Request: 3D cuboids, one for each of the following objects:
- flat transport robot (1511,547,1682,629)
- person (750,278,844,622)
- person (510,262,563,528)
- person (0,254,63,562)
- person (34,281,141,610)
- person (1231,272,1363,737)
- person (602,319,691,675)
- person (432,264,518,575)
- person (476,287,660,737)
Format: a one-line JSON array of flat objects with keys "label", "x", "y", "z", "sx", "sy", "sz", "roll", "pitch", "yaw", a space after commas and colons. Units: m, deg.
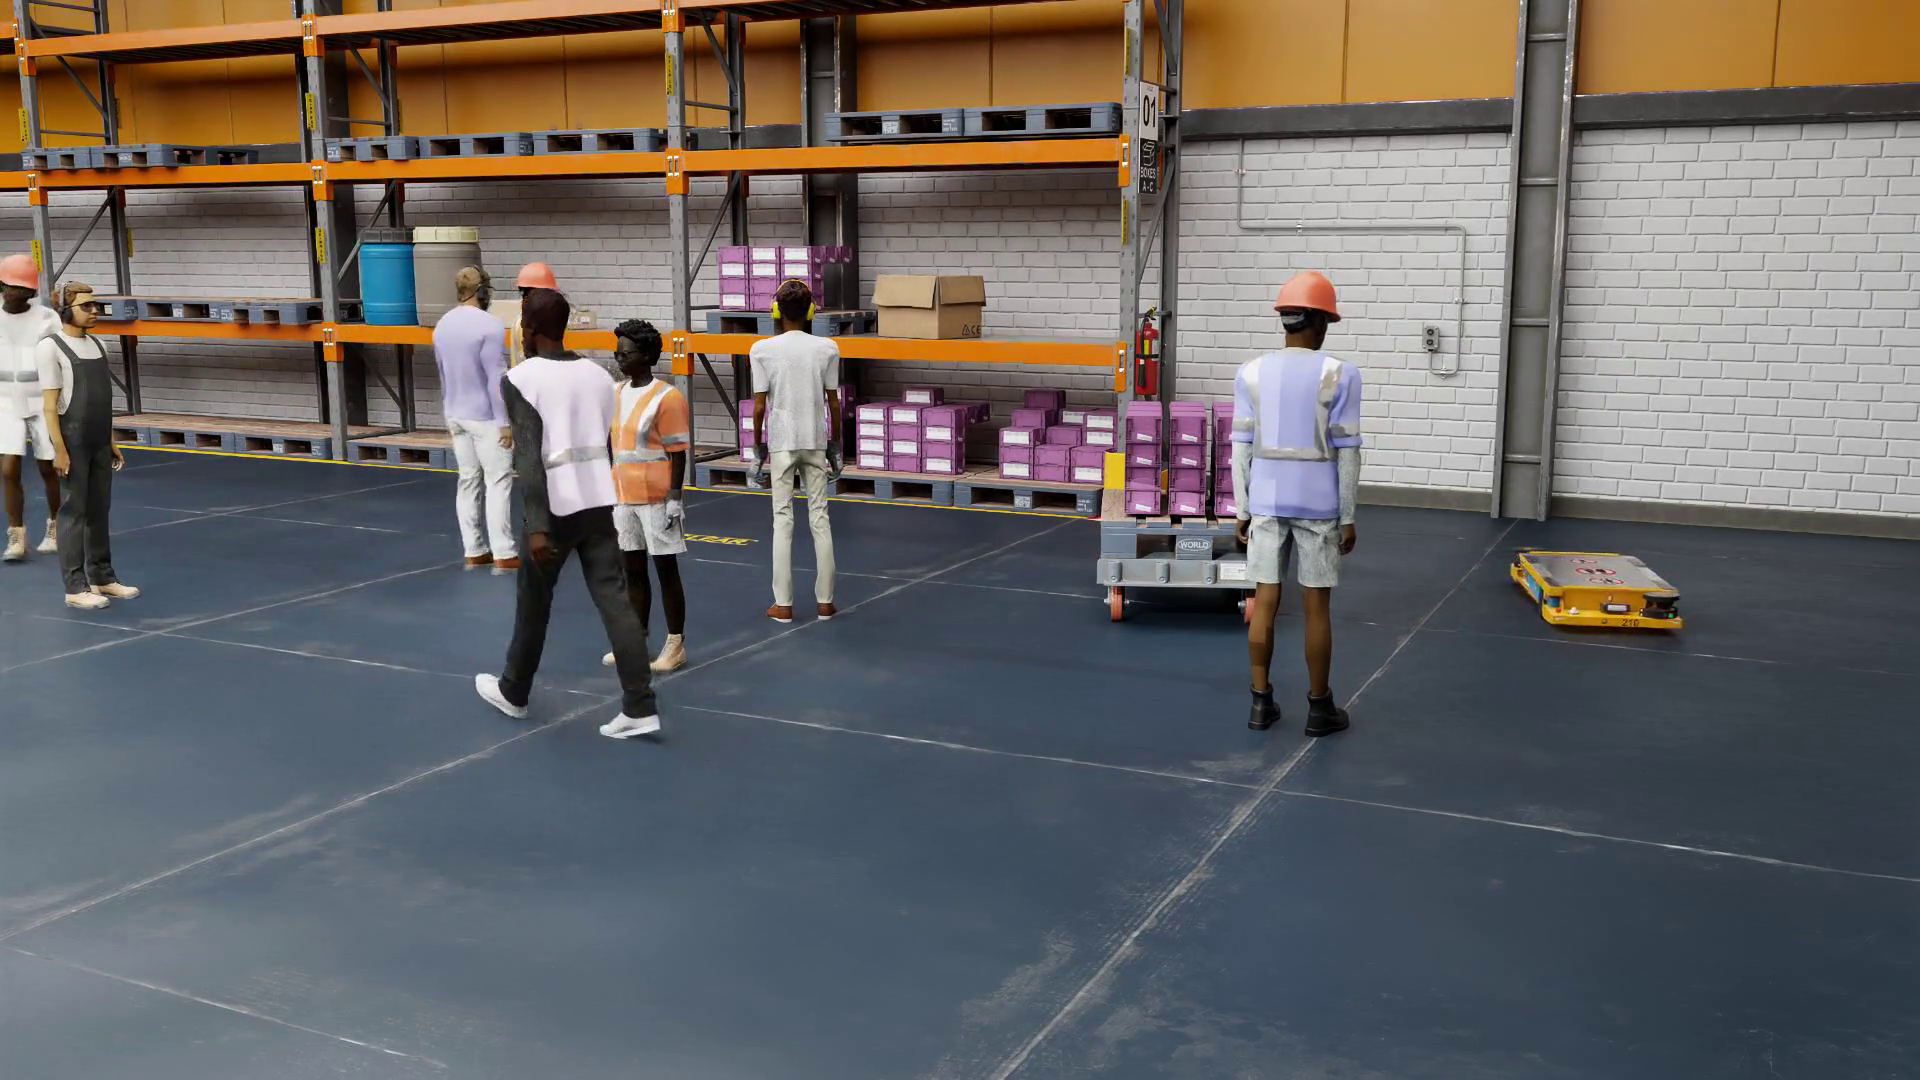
[{"label": "flat transport robot", "x": 3.571, "y": 0.254, "z": 9.418, "sx": 0.652, "sy": 0.197, "sz": 1.431, "roll": 2, "pitch": 10, "yaw": 10}, {"label": "person", "x": -0.889, "y": -0.482, "z": 9.062, "sx": 0.509, "sy": 1.872, "sz": 0.329, "roll": -3, "pitch": 10, "yaw": -15}, {"label": "person", "x": -2.876, "y": -0.923, "z": 11.394, "sx": 0.365, "sy": 1.934, "sz": 0.553, "roll": -3, "pitch": 10, "yaw": -16}, {"label": "person", "x": -6.050, "y": -0.848, "z": 10.793, "sx": 0.626, "sy": 1.987, "sz": 0.878, "roll": -2, "pitch": 10, "yaw": -14}, {"label": "person", "x": -4.965, "y": -0.536, "z": 9.442, "sx": 0.343, "sy": 1.846, "sz": 0.507, "roll": 1, "pitch": 10, "yaw": 8}, {"label": "person", "x": 1.408, "y": -0.144, "z": 6.959, "sx": 0.547, "sy": 1.928, "sz": 0.385, "roll": 6, "pitch": 11, "yaw": 30}, {"label": "person", "x": -1.515, "y": -0.204, "z": 7.966, "sx": 0.540, "sy": 1.696, "sz": 0.315, "roll": 8, "pitch": 12, "yaw": 37}, {"label": "person", "x": -3.014, "y": -0.748, "z": 10.419, "sx": 0.660, "sy": 1.931, "sz": 0.419, "roll": 7, "pitch": 12, "yaw": 36}, {"label": "person", "x": -1.667, "y": -0.110, "z": 6.967, "sx": 1.059, "sy": 1.858, "sz": 0.622, "roll": 7, "pitch": 12, "yaw": 36}]
